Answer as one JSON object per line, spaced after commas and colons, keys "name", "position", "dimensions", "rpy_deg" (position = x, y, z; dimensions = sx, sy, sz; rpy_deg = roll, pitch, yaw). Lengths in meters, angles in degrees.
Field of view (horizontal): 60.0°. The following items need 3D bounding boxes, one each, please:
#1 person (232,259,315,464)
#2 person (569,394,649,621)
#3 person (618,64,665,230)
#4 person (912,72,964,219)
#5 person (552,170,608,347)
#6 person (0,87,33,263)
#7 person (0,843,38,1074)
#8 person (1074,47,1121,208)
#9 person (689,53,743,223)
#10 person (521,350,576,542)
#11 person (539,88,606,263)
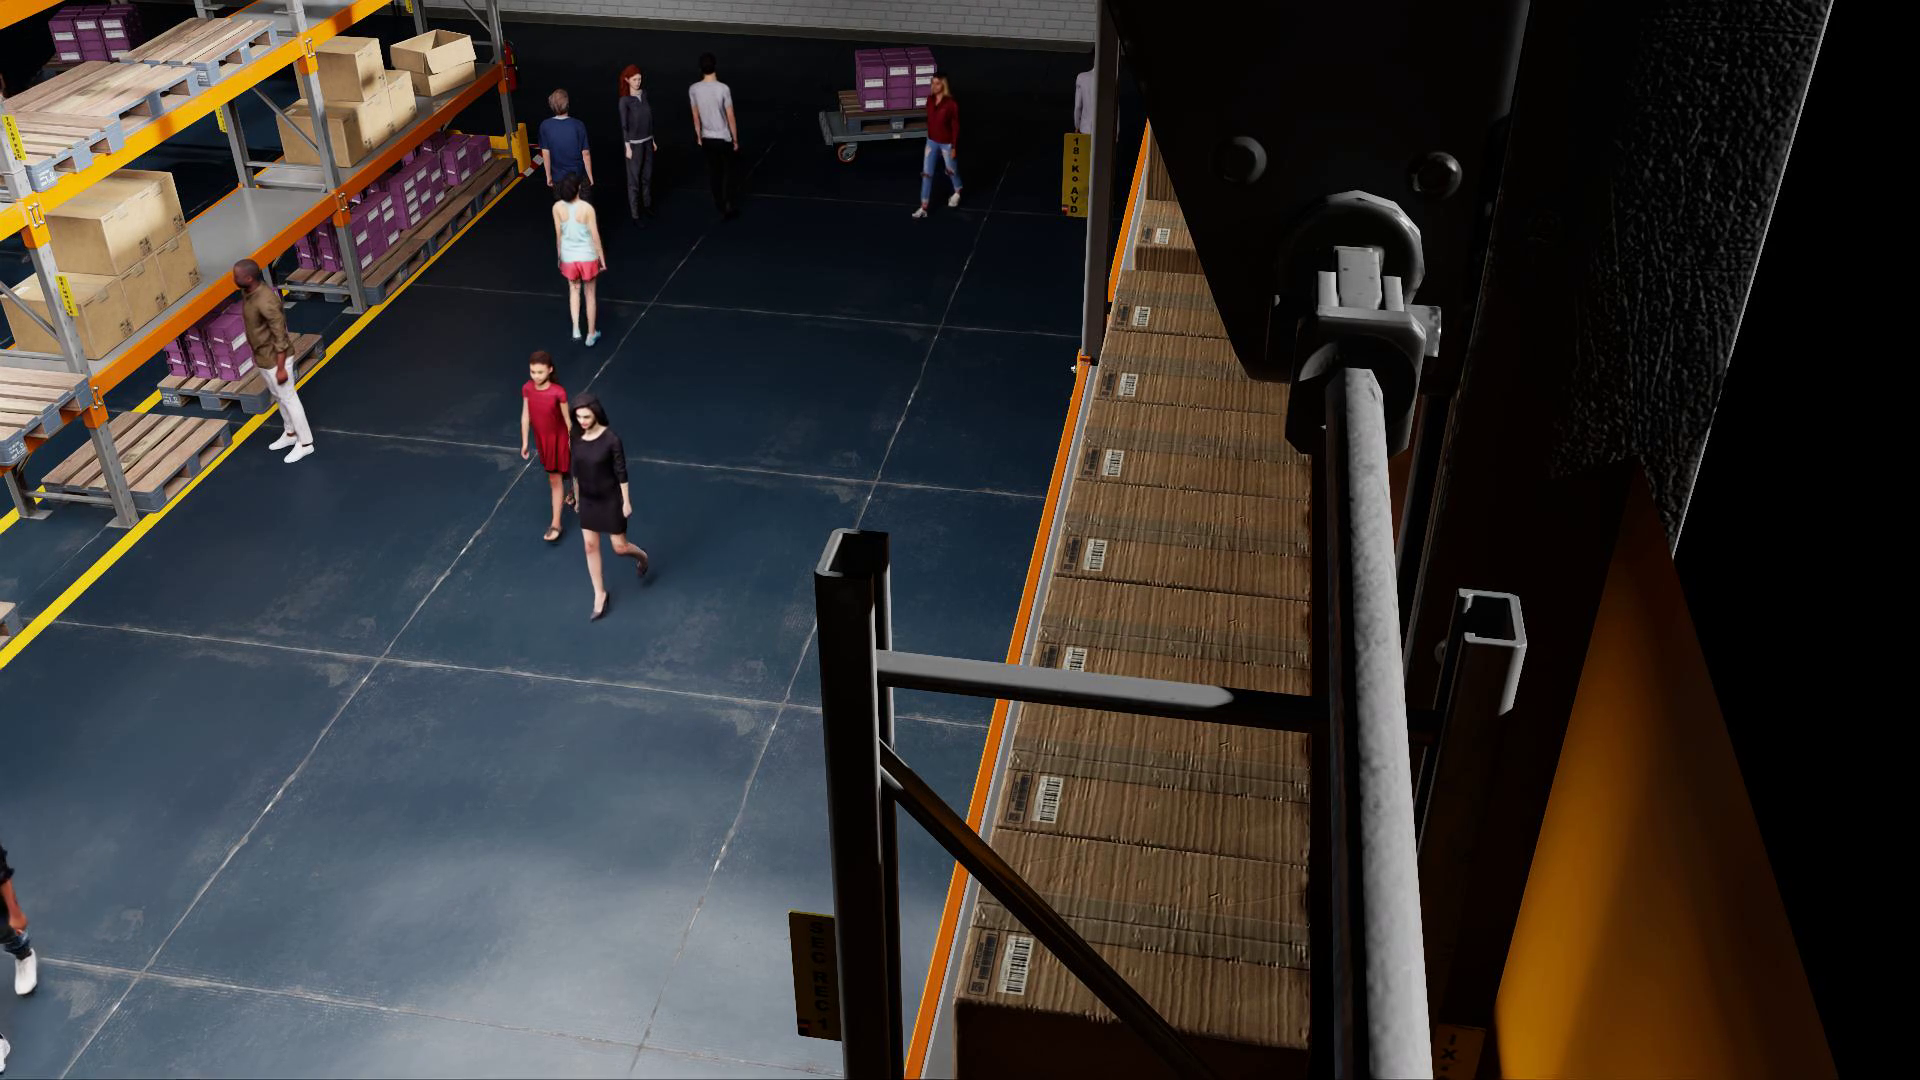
{"name": "person", "position": [-5.772, -1.542, 13.978], "dimensions": [0.826, 1.824, 0.799], "rpy_deg": [-25, 41, -33]}
{"name": "person", "position": [-2.560, -0.282, 12.112], "dimensions": [0.724, 1.793, 0.932], "rpy_deg": [13, 36, 19]}
{"name": "person", "position": [-3.521, -4.324, 18.203], "dimensions": [0.709, 1.782, 0.570], "rpy_deg": [20, 39, 28]}
{"name": "person", "position": [-0.152, -4.400, 18.496], "dimensions": [0.886, 1.585, 1.161], "rpy_deg": [19, 38, 26]}
{"name": "person", "position": [-3.593, -2.596, 15.624], "dimensions": [0.633, 1.758, 0.756], "rpy_deg": [3, 34, 4]}
{"name": "person", "position": [-9.796, -3.907, 17.571], "dimensions": [0.712, 1.786, 1.116], "rpy_deg": [4, 34, 6]}
{"name": "person", "position": [-5.273, 1.881, 8.884], "dimensions": [1.057, 1.764, 1.283], "rpy_deg": [-10, 35, -14]}
{"name": "person", "position": [1.515, -4.591, 18.543], "dimensions": [0.740, 1.850, 0.662], "rpy_deg": [15, 36, 21]}
{"name": "person", "position": [-2.688, -4.343, 18.171], "dimensions": [0.728, 1.850, 0.674], "rpy_deg": [11, 35, 16]}
{"name": "person", "position": [-3.220, -0.847, 13.212], "dimensions": [0.602, 1.515, 1.075], "rpy_deg": [8, 35, 12]}
{"name": "person", "position": [-4.048, -3.759, 17.272], "dimensions": [0.710, 1.871, 0.626], "rpy_deg": [-2, 34, -3]}
